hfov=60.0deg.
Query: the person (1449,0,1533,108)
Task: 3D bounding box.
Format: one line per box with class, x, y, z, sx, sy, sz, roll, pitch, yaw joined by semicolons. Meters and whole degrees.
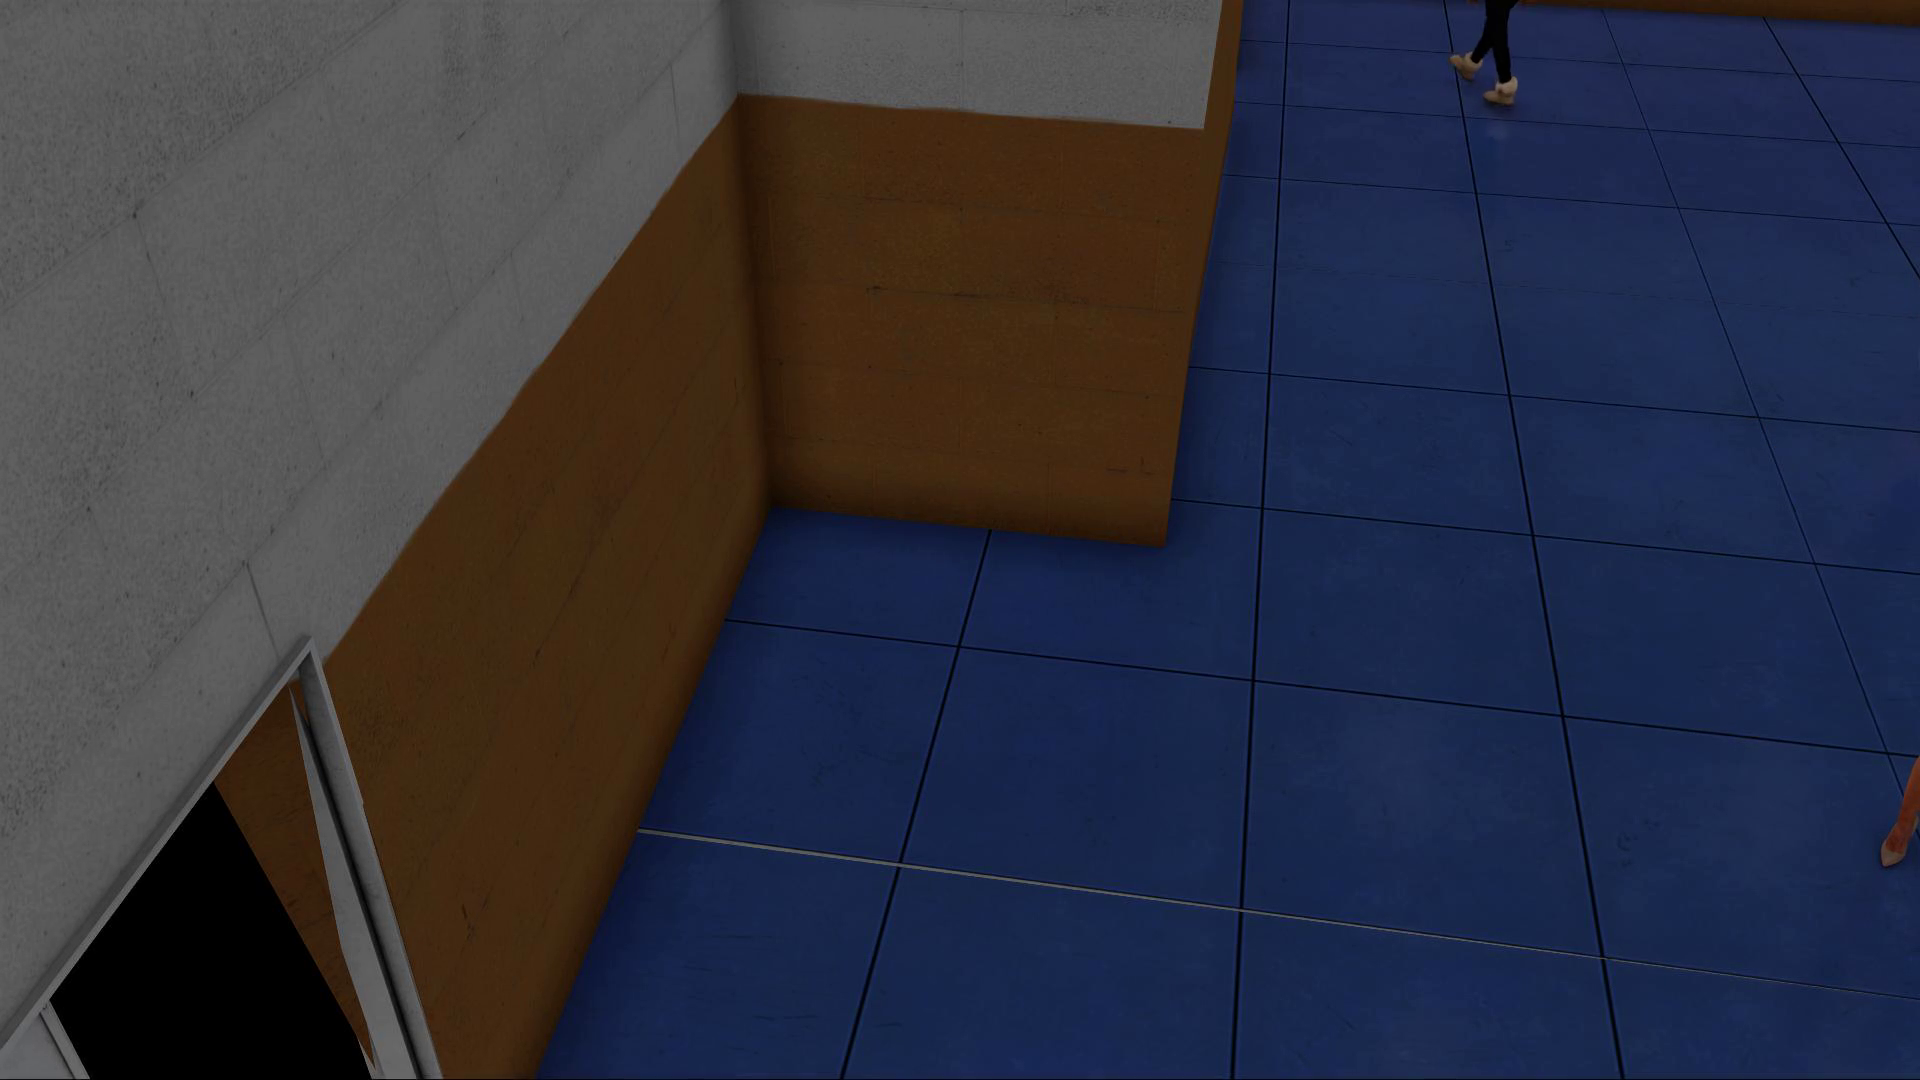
person;4.050;-4.008;12.243;1.080;1.618;1.080;-18;40;-22
